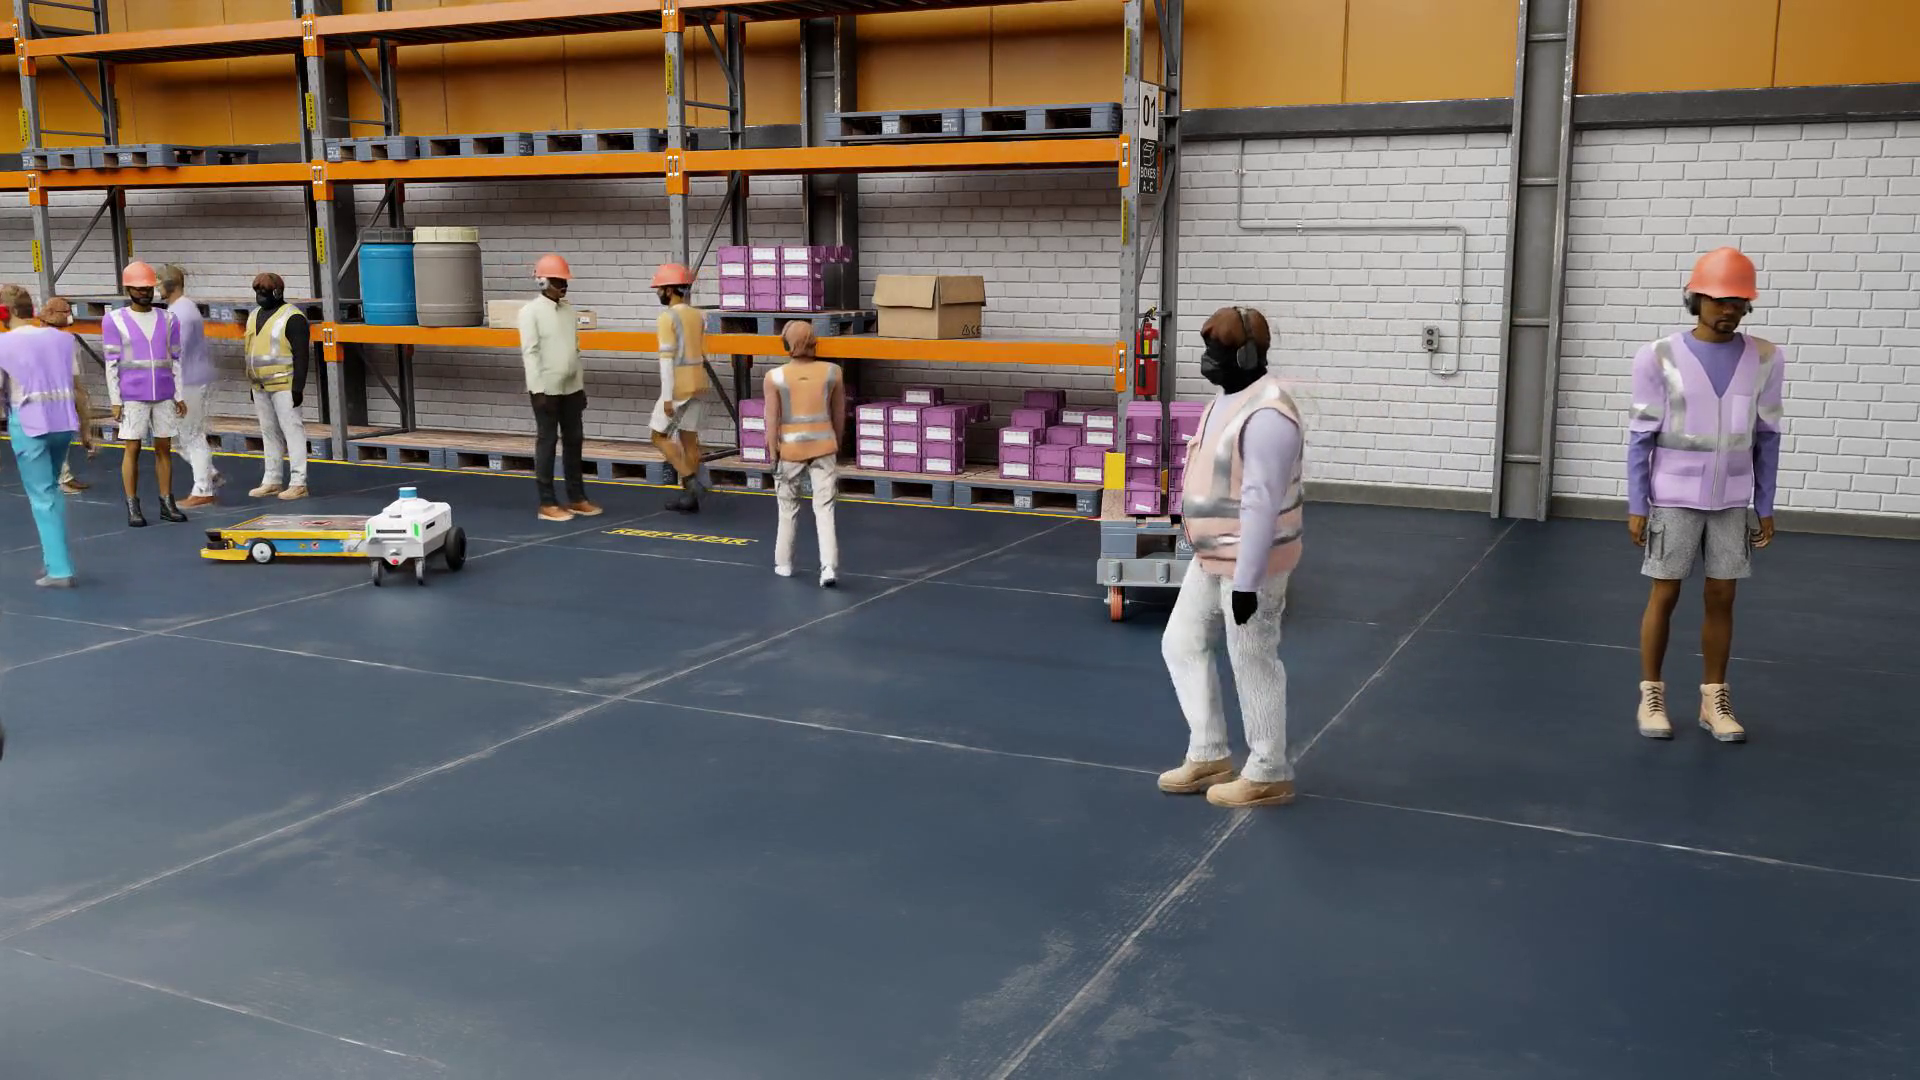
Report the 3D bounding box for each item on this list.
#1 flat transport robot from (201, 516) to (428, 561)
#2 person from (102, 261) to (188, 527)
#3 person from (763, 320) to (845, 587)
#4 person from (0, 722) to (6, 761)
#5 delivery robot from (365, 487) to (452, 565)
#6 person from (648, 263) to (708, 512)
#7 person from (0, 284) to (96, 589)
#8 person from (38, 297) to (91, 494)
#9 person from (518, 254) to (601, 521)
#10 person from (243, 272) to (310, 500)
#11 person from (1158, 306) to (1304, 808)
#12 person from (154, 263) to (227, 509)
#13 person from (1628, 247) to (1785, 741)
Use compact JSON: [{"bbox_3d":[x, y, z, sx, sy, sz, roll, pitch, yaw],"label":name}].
[{"bbox_3d":[-4.167,-0.021,10.997,1.431,0.197,0.652,0,10,2],"label":"flat transport robot"},{"bbox_3d":[-5.970,-1.072,12.241,0.379,1.938,0.547,9,14,43],"label":"person"},{"bbox_3d":[-0.933,-0.526,10.053,0.515,1.608,0.733,-3,10,-15],"label":"person"},{"bbox_3d":[-2.590,0.405,3.874,0.639,1.910,0.407,-6,11,-30],"label":"person"},{"bbox_3d":[-3.396,-0.082,10.263,0.477,0.478,0.707,0,10,-1],"label":"delivery robot"},{"bbox_3d":[-2.157,-1.155,12.757,0.417,1.921,0.557,5,11,26],"label":"person"},{"bbox_3d":[-5.558,-0.612,9.955,0.635,1.814,0.595,5,11,25],"label":"person"},{"bbox_3d":[-7.490,-1.205,13.879,0.268,1.630,0.507,-2,10,-14],"label":"person"},{"bbox_3d":[-3.030,-1.137,12.488,0.411,1.986,0.624,5,11,28],"label":"person"},{"bbox_3d":[-5.570,-1.248,13.536,0.622,1.843,0.429,5,11,28],"label":"person"},{"bbox_3d":[0.937,0.082,5.964,0.593,1.821,0.661,-1,10,-7],"label":"person"},{"bbox_3d":[-6.071,-1.187,12.979,0.435,1.921,0.644,-6,12,-31],"label":"person"},{"bbox_3d":[3.056,-0.171,6.832,0.608,2.033,0.409,0,10,3],"label":"person"}]
